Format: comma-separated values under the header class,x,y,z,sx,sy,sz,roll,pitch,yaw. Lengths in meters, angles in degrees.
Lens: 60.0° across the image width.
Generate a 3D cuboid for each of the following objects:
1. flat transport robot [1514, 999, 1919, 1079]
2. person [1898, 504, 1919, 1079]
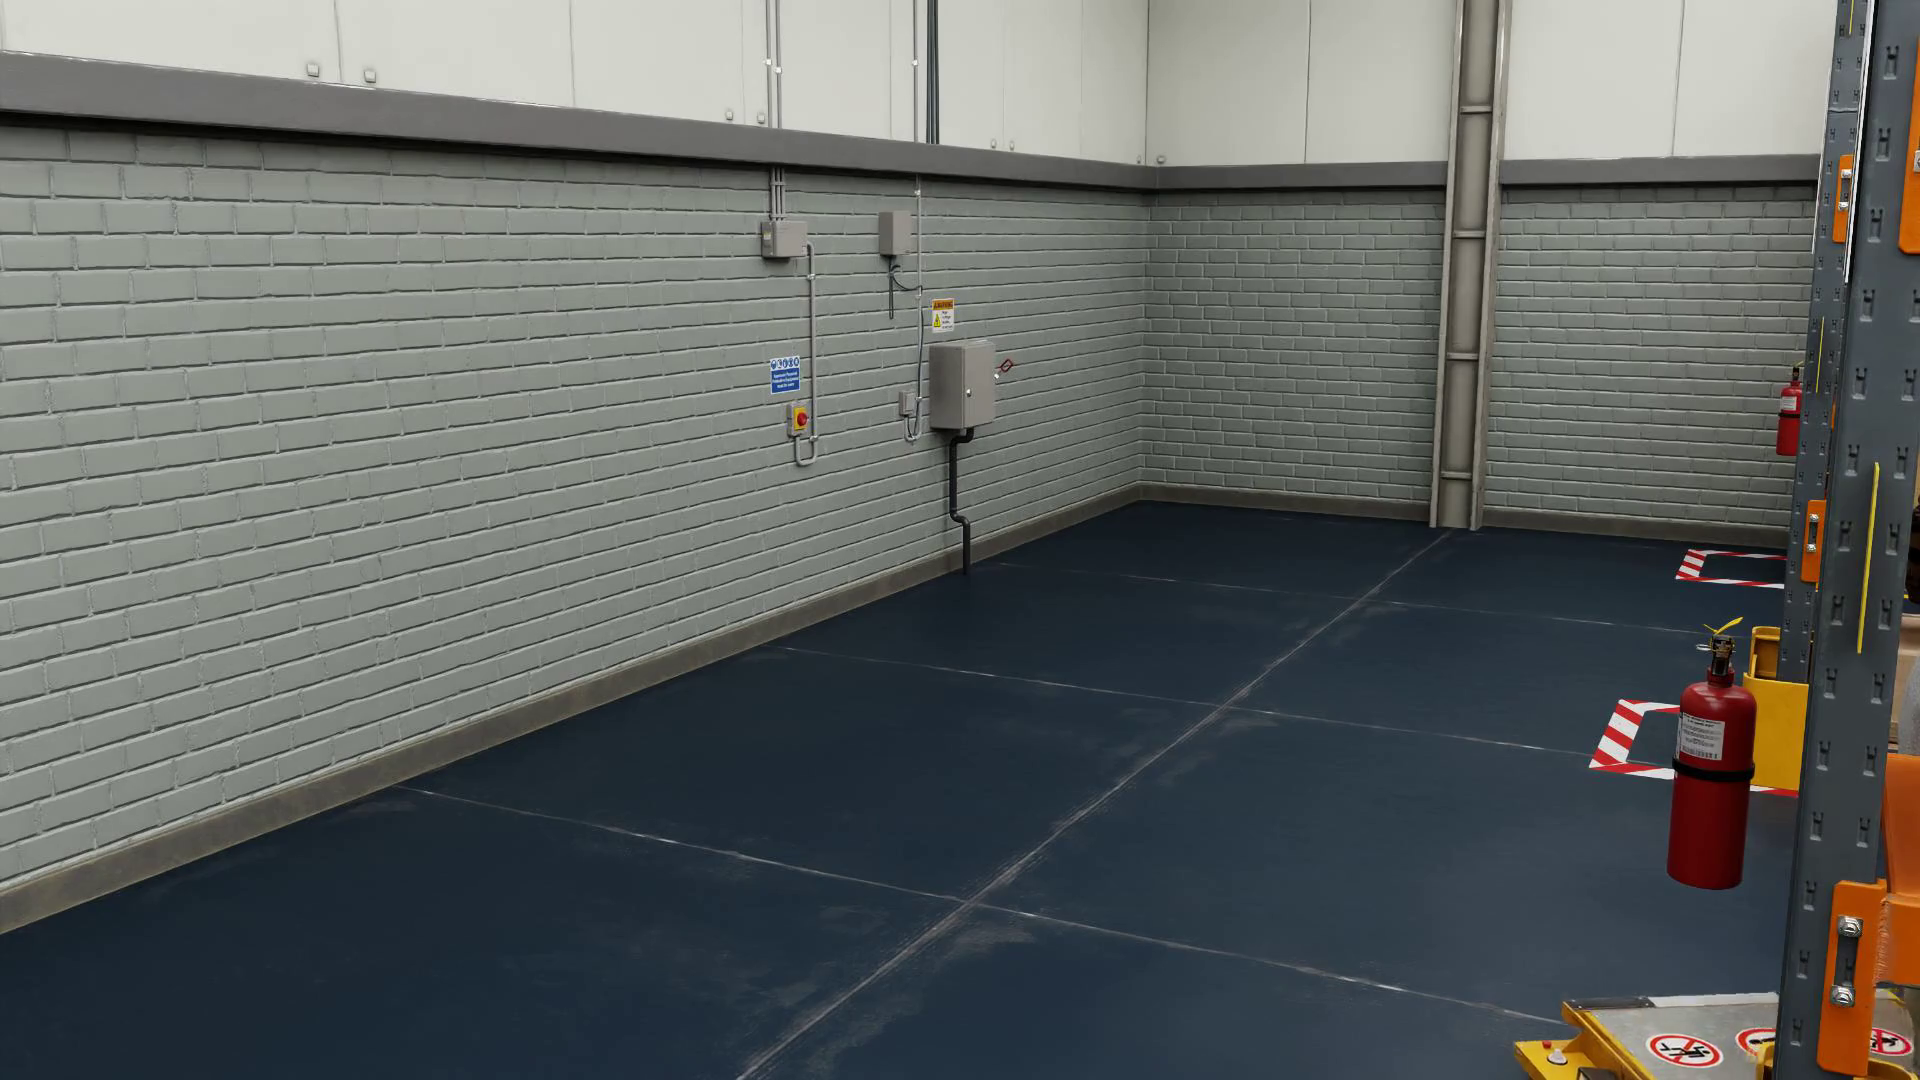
class,x,y,z,sx,sy,sz,roll,pitch,yaw
flat transport robot,2.409,1.527,4.747,1.431,0.197,0.652,-1,10,-5
person,2.543,0.809,4.340,0.325,1.860,0.515,5,11,24
